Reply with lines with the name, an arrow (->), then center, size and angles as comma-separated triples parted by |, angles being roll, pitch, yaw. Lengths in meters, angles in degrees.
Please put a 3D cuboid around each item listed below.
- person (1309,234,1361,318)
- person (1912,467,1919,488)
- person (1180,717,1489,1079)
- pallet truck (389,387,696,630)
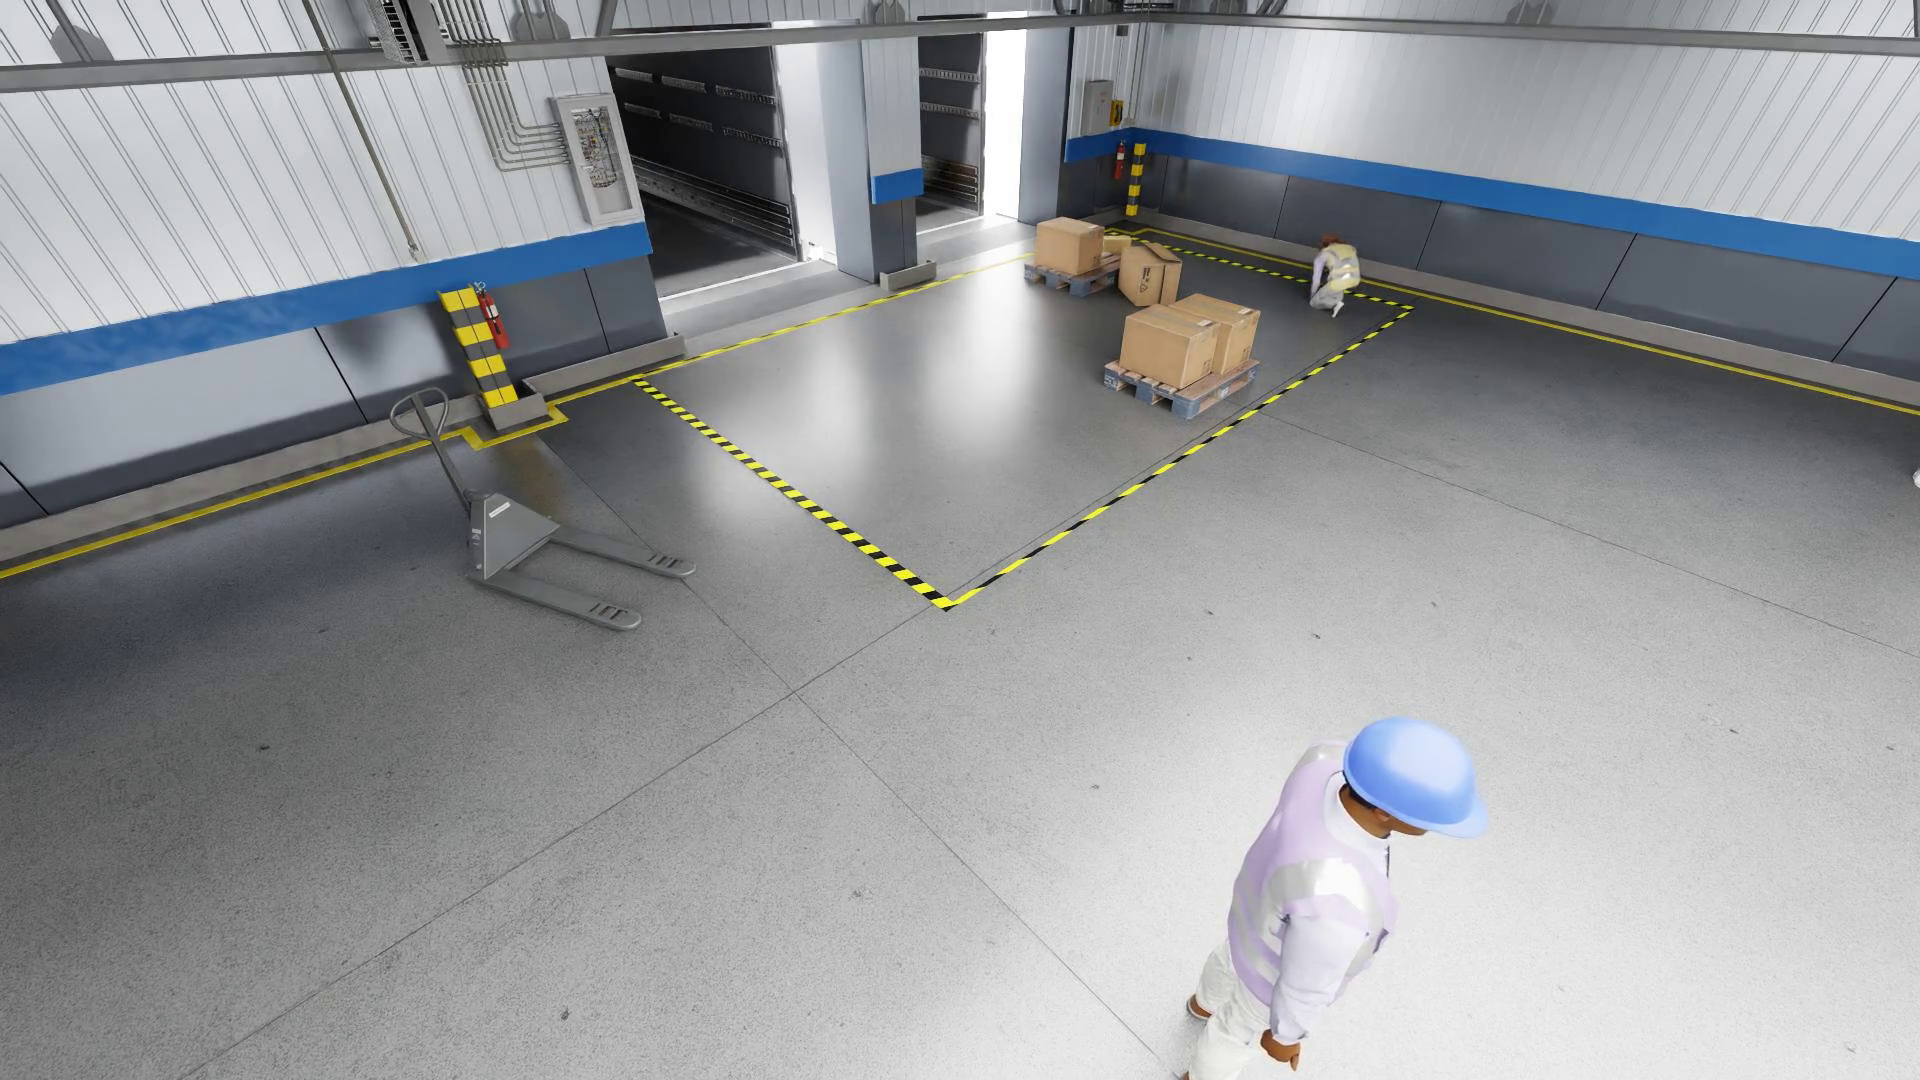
person -> 4.513, -3.140, 8.757 | 0.521, 0.790, 0.902 | -2, 38, -2
person -> 7.811, -1.105, 5.290 | 0.486, 1.743, 0.295 | 14, 40, 17
person -> 0.983, 1.179, 2.168 | 0.395, 1.945, 0.615 | 14, 40, 17
pallet truck -> -2.613, -0.247, 4.593 | 1.601, 1.201, 0.680 | 14, 40, 17
